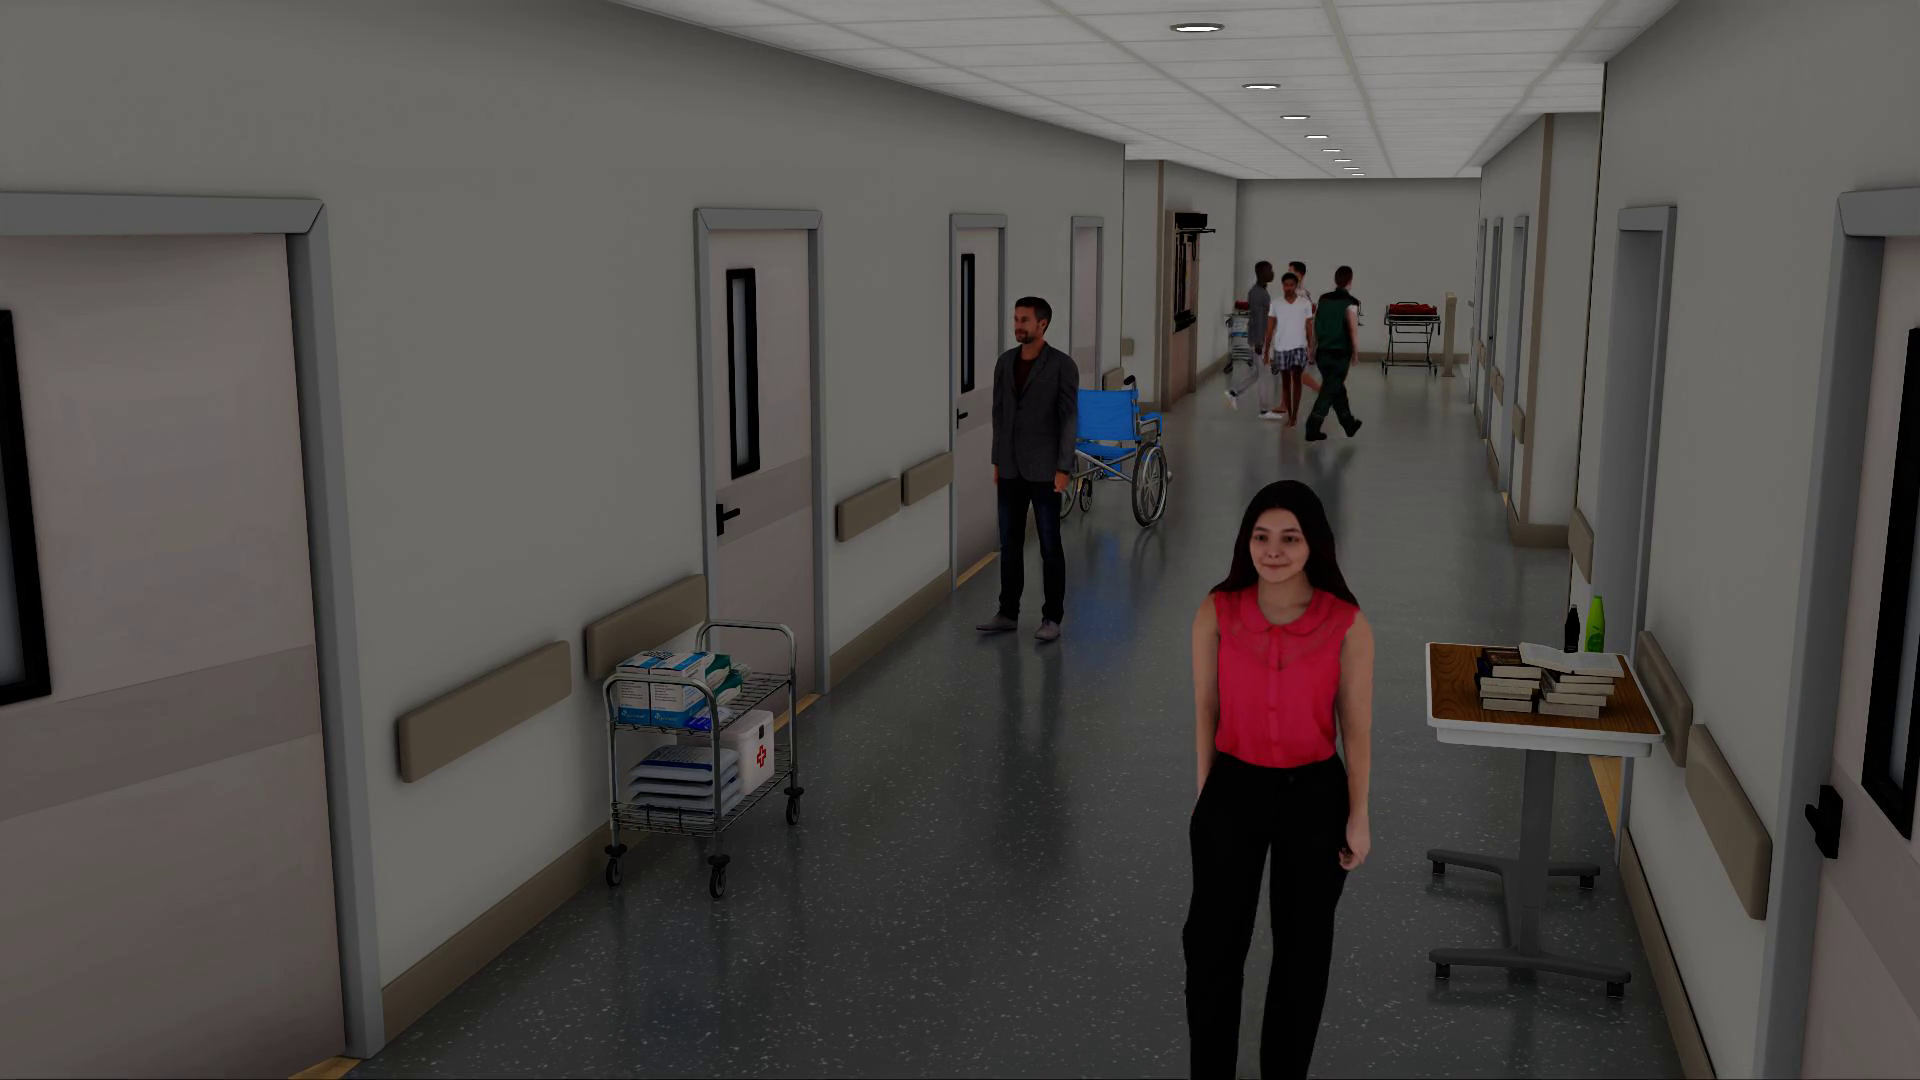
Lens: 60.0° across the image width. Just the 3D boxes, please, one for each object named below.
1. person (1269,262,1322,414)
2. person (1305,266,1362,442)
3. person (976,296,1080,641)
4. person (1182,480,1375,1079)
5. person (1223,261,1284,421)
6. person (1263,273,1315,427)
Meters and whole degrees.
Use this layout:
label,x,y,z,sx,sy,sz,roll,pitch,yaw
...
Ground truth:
label,x,y,z,sx,sy,sz,roll,pitch,yaw
person,4.075,-2.381,19.753,0.936,1.795,1.000,-1,11,-3
person,3.791,-1.870,17.094,1.186,1.778,1.069,-9,14,-38
person,0.385,-0.397,9.086,0.752,1.874,0.713,7,13,32
person,0.777,0.667,4.082,0.599,1.648,0.655,2,11,11
person,3.392,-2.303,19.274,0.800,1.820,0.883,2,11,10
person,3.722,-2.122,18.642,0.737,1.701,0.891,4,12,21
